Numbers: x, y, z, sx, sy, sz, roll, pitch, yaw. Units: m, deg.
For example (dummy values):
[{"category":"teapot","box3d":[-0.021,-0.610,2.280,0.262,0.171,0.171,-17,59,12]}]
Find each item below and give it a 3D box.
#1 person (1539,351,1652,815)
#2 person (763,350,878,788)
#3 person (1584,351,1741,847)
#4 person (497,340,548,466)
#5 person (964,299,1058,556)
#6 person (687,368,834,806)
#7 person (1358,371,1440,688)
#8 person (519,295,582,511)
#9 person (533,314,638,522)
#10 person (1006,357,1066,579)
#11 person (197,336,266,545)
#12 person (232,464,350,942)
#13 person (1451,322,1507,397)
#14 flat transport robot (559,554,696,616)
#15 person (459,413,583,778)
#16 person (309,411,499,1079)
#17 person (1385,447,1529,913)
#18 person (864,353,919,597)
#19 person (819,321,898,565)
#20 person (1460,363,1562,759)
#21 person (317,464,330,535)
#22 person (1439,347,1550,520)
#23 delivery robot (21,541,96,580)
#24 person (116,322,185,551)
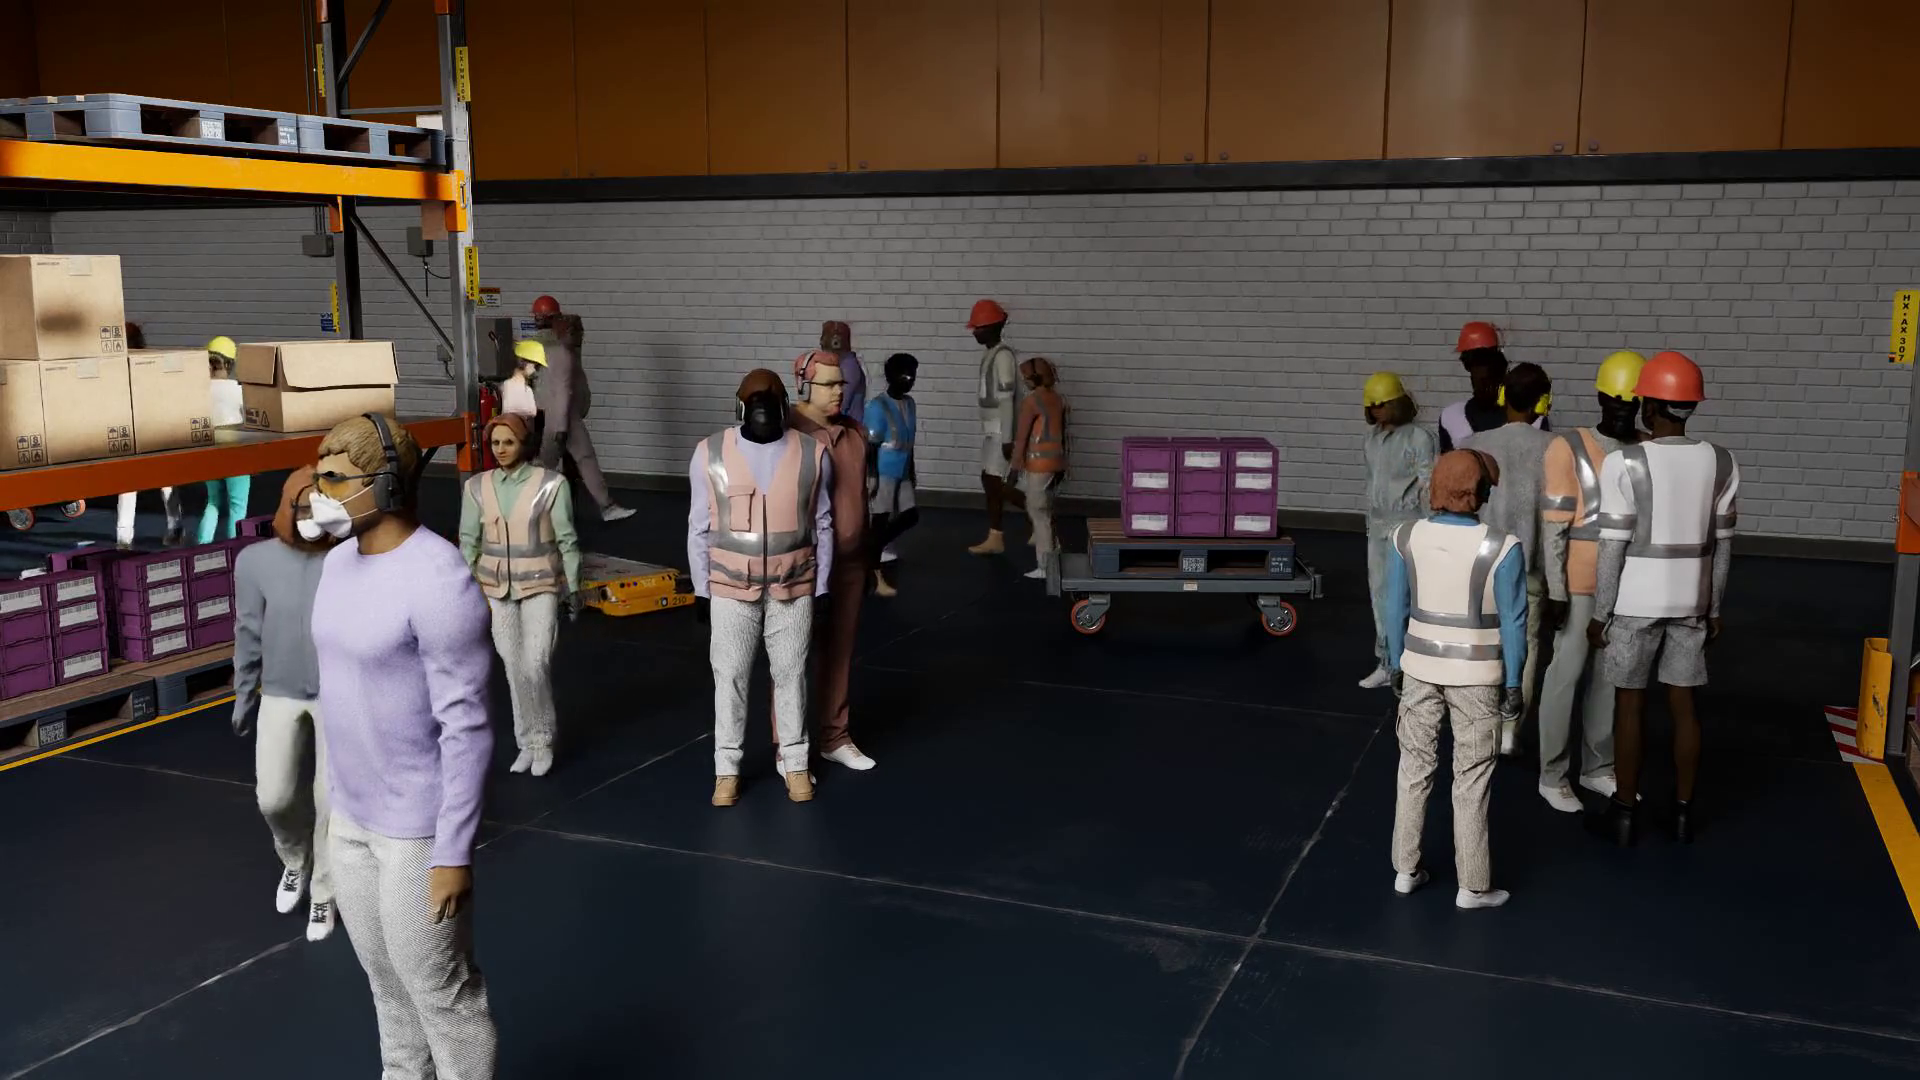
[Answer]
[{"category":"person","box3d":[2.692,0.175,6.945,0.586,1.921,0.383,-4,10,-20]},{"category":"person","box3d":[-0.608,0.119,7.331,0.407,1.905,0.655,9,13,43]},{"category":"person","box3d":[2.722,0.238,6.512,0.552,1.938,0.365,-1,9,-6]},{"category":"person","box3d":[-3.299,-0.591,12.149,0.578,1.723,0.582,1,9,7]},{"category":"person","box3d":[0.358,-0.855,12.895,0.680,2.016,0.640,-2,10,-9]},{"category":"person","box3d":[-0.831,0.201,7.027,0.625,1.845,0.429,-2,10,-11]},{"category":"person","box3d":[2.424,-0.060,8.991,0.630,1.708,0.536,-6,11,-33]},{"category":"person","box3d":[-3.753,-1.237,15.268,0.622,1.996,0.369,-6,11,-34]},{"category":"person","box3d":[-3.437,-1.048,14.590,1.049,1.849,0.659,-4,10,-24]},{"category":"person","box3d":[0.572,-0.510,12.014,0.373,1.620,0.514,5,11,28]},{"category":"person","box3d":[-5.395,-0.614,12.226,0.536,1.754,0.362,1,9,5]},{"category":"person","box3d":[-2.175,0.543,5.602,0.525,1.615,0.359,-2,10,-14]},{"category":"person","box3d":[3.428,-0.462,10.839,0.573,1.906,0.550,4,10,21]},{"category":"flat transport robot","box3d":[-2.445,0.282,11.282,1.431,0.197,0.652,9,13,42]},{"category":"person","box3d":[-1.961,0.253,7.344,0.545,1.621,0.460,2,10,11]},{"category":"person","box3d":[-1.322,0.665,3.918,0.635,1.938,0.359,9,13,44]},{"category":"person","box3d":[1.742,0.493,5.873,0.522,1.637,0.306,9,13,42]},{"category":"person","box3d":[-0.510,-0.457,11.485,0.452,1.675,0.589,5,11,30]},{"category":"person","box3d":[-0.943,-0.720,12.572,0.999,1.855,0.640,-1,9,-8]},{"category":"person","box3d":[2.423,0.133,7.483,0.650,1.845,0.478,2,10,14]},{"category":"person","box3d":[-4.763,-0.646,12.878,0.521,1.618,0.374,2,10,12]},{"category":"person","box3d":[2.950,-0.141,9.122,0.584,1.852,1.030,9,13,42]},{"category":"delivery robot","box3d":[-5.406,0.251,10.328,0.477,0.478,0.707,6,11,34]},{"category":"person","box3d":[-6.482,-0.813,13.234,0.586,1.831,1.002,-1,9,-7]}]
